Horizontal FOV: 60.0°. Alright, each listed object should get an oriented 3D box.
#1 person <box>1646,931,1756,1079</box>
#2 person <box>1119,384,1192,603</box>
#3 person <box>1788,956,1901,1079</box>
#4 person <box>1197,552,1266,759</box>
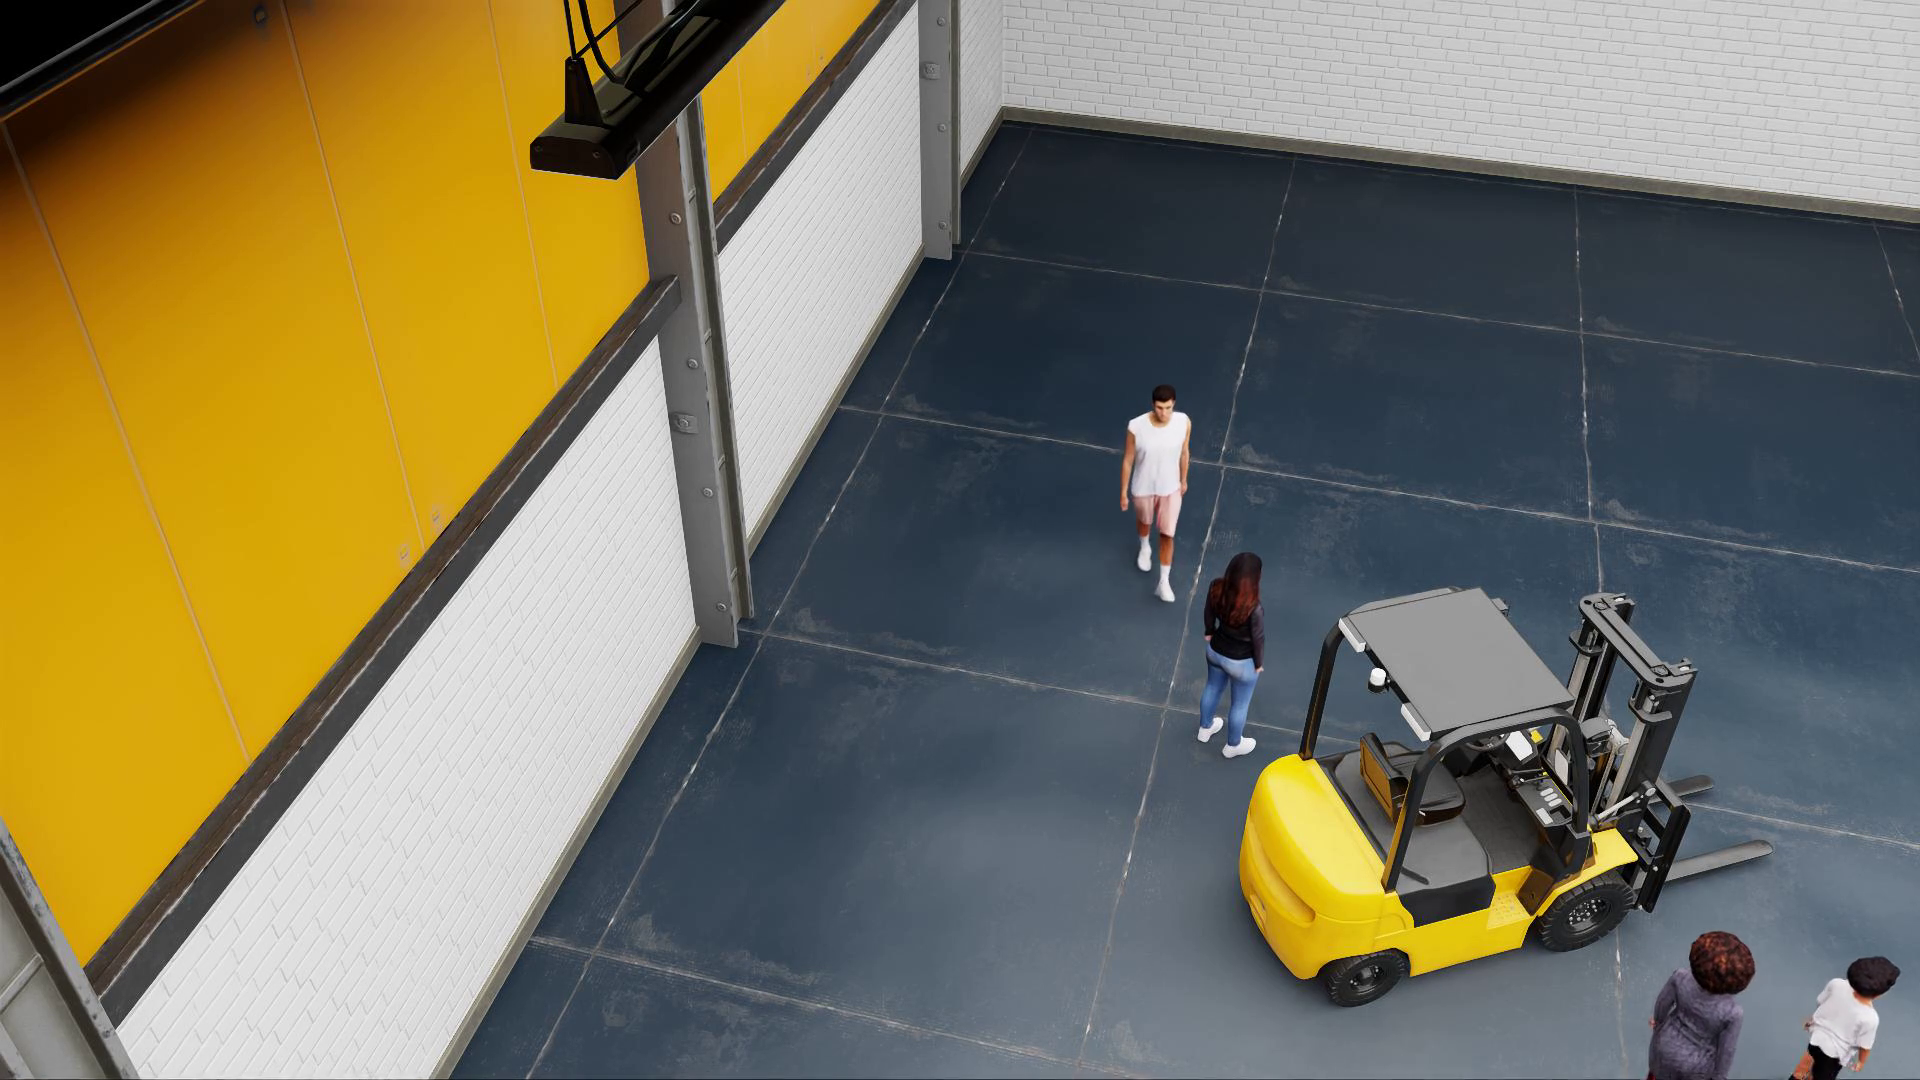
[{"bbox_3d":[3.673,2.672,8.513,0.750,1.700,0.716,-26,46,-29],"label":"person"},{"bbox_3d":[1.459,-0.466,12.403,0.832,1.750,1.097,1,39,1],"label":"person"},{"bbox_3d":[4.629,2.666,8.881,0.631,1.251,0.550,-13,40,-16],"label":"person"},{"bbox_3d":[1.804,0.746,10.974,0.744,1.638,0.727,-29,47,-31],"label":"person"}]
